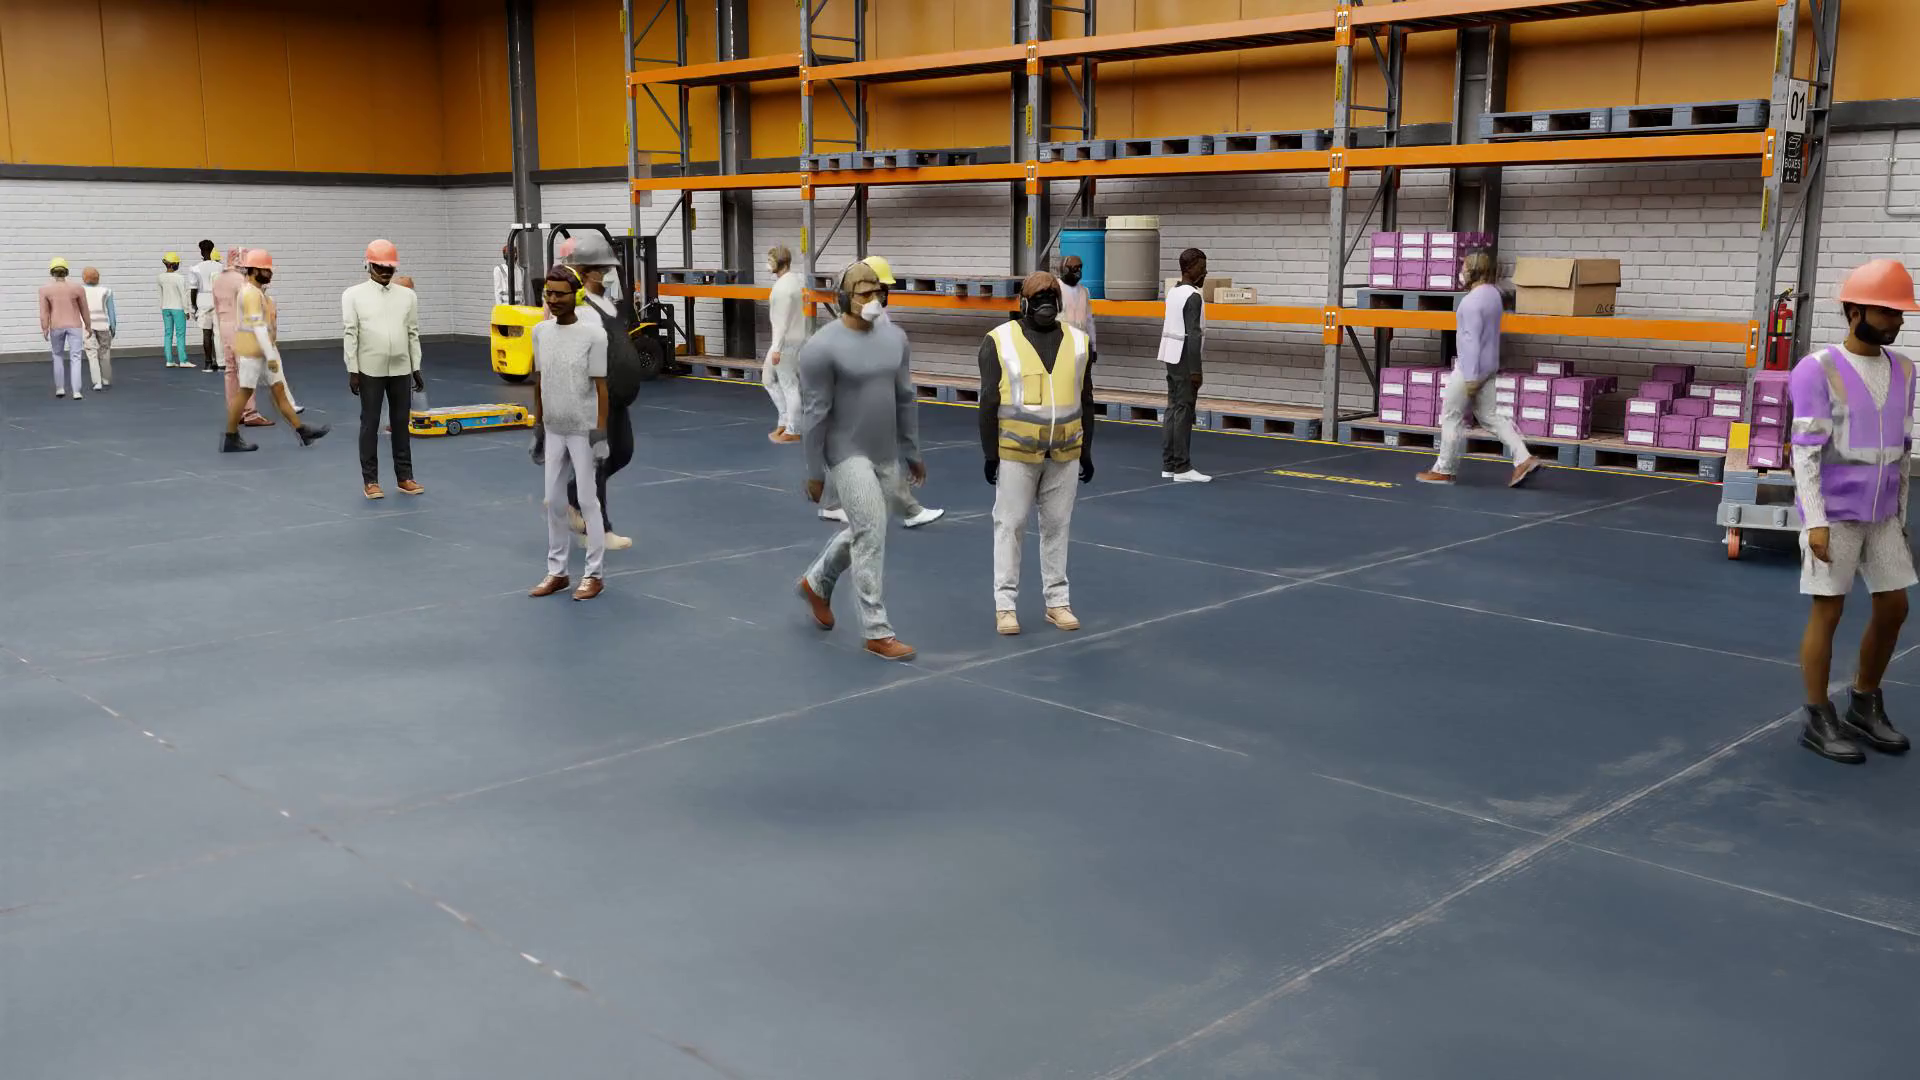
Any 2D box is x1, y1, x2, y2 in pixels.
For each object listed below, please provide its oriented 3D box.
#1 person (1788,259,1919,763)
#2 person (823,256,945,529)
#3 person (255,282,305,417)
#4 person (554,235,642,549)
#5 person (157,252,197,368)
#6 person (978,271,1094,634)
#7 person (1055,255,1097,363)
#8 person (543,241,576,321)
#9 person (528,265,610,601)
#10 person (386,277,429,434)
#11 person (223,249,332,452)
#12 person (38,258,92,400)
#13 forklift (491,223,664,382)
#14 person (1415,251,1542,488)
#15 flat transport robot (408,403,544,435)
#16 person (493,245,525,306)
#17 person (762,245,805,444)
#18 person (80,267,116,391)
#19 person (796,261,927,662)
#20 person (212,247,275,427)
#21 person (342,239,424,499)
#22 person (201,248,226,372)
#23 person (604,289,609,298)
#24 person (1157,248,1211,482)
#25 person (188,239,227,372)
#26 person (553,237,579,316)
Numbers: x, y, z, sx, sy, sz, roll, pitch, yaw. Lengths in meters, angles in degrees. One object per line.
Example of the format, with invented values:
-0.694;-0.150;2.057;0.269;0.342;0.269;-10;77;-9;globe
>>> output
3.456;-0.108;6.432;0.564;1.933;0.397;-2;11;-12;person
-0.565;-1.012;11.520;0.989;1.875;0.590;3;11;18;person
-7.672;-2.138;18.398;0.775;1.601;0.533;5;12;25;person
-2.356;-0.951;10.728;0.602;2.000;0.695;1;10;5;person
-12.014;-3.514;25.457;0.531;1.768;0.311;3;11;18;person
0.405;-0.442;8.502;0.622;1.844;0.429;-3;11;-17;person
1.112;-1.926;16.650;0.664;1.816;0.843;-9;14;-39;person
-4.164;-2.246;18.049;0.638;1.959;0.679;-5;11;-24;person
-2.179;-0.590;9.255;0.512;1.865;0.338;5;11;24;person
-5.622;-1.880;16.996;0.553;1.612;0.529;-10;14;-42;person
-6.468;-1.764;15.576;1.012;1.879;0.585;-3;11;-17;person
-11.094;-2.618;20.659;0.546;1.740;0.761;-5;11;-24;person
-5.316;-3.263;22.920;2.313;2.155;1.214;-10;14;-44;forklift
4.207;-1.358;13.351;0.935;1.909;0.636;8;13;37;person
-5.111;-1.264;17.264;1.431;0.197;0.652;-10;14;-44;flat transport robot
-6.614;-3.402;24.527;0.360;1.883;0.574;6;12;29;person
-1.762;-1.885;16.128;0.515;1.925;0.654;0;10;-1;person
-11.418;-2.779;21.917;0.520;1.595;0.865;-7;13;-34;person
-0.537;-0.404;8.137;0.918;1.909;0.638;9;14;41;person
-7.629;-2.155;17.685;0.640;1.901;0.401;8;13;39;person
-4.458;-1.324;12.900;0.608;1.990;0.385;-10;14;-42;person
-11.086;-3.423;24.776;0.597;1.832;0.404;8;13;37;person
-4.478;-2.548;19.877;0.584;1.880;1.016;9;14;41;person
1.849;-1.444;13.762;0.399;1.916;0.590;-2;11;-11;person
-11.105;-3.471;24.693;0.603;1.959;0.380;-6;12;-31;person
-4.668;-2.673;20.252;0.614;1.990;0.392;-7;13;-34;person
